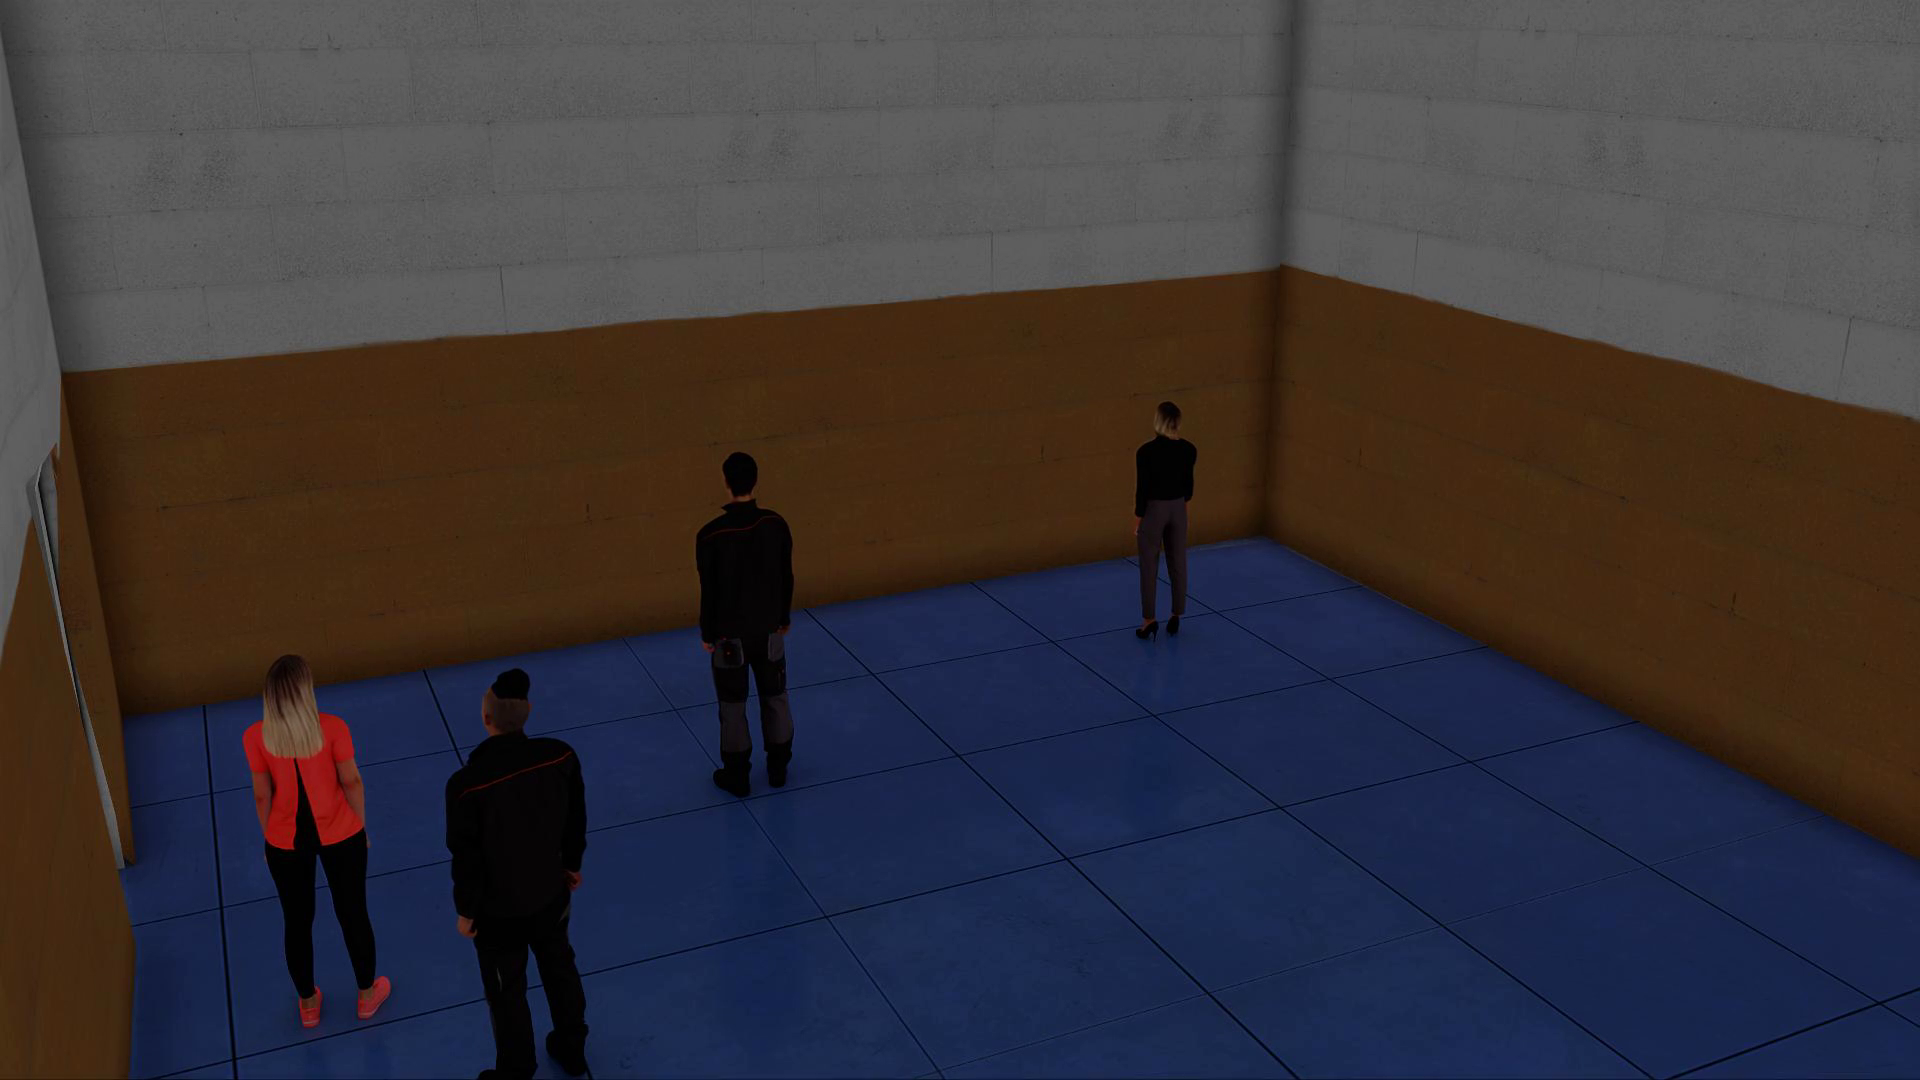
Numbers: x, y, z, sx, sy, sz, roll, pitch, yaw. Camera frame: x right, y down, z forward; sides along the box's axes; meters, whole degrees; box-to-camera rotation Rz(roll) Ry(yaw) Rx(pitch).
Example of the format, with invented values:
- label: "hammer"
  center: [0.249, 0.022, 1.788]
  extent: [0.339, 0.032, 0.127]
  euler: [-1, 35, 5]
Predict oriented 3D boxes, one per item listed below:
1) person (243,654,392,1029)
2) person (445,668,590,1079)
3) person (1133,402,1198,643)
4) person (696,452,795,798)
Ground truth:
- label: "person"
  center: [-2.750, 1.278, 7.082]
  extent: [0.548, 1.694, 0.702]
  euler: [-3, 19, -10]
- label: "person"
  center: [-1.734, 1.352, 6.563]
  extent: [0.909, 1.861, 0.726]
  euler: [16, 24, 40]
- label: "person"
  center: [1.379, -0.125, 11.275]
  extent: [0.471, 1.672, 0.661]
  euler: [-7, 20, -20]
- label: "person"
  center: [-1.170, 0.456, 9.124]
  extent: [0.537, 1.946, 0.771]
  euler: [-10, 21, -27]
